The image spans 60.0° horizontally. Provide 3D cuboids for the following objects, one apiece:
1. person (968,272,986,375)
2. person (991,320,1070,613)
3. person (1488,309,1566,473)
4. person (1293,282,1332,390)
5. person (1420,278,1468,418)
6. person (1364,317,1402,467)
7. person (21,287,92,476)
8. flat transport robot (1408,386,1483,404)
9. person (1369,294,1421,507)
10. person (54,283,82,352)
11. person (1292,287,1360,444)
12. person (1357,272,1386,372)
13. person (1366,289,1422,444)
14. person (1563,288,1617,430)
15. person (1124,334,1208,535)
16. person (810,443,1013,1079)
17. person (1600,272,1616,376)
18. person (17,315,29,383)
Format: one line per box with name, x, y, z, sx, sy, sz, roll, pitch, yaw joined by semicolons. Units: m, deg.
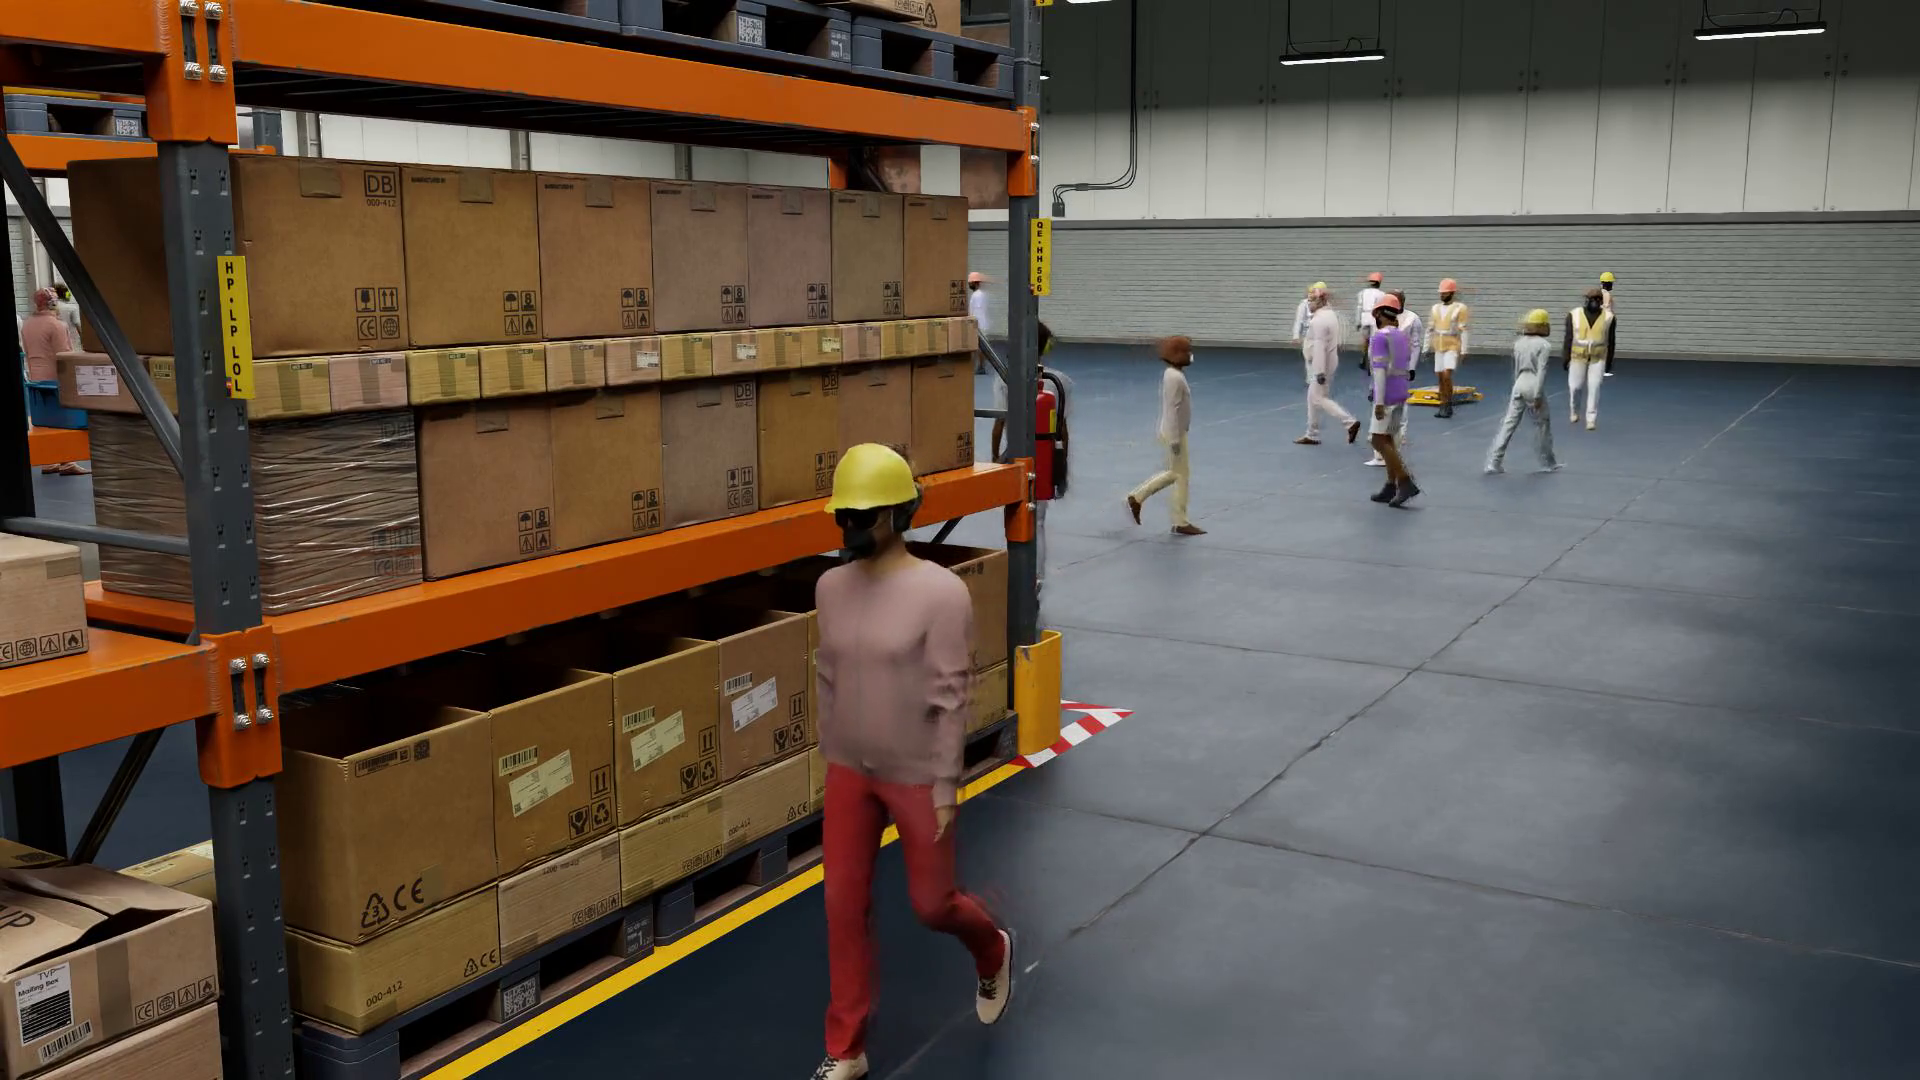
person;0.194;-4.051;31.197;0.649;1.919;0.570;-1;10;-7
person;0.441;-0.434;10.221;0.510;1.860;0.565;-2;10;-13
person;5.842;-1.524;17.095;0.937;1.687;0.494;-5;11;-28
person;5.921;-3.375;27.614;0.659;1.796;0.768;-3;10;-19
person;6.639;-2.626;22.873;0.605;1.915;0.603;-8;13;-40
person;4.533;-1.592;17.662;0.516;1.635;0.312;-8;13;-40
person;-9.202;-1.607;16.927;0.644;1.913;0.408;6;11;29
flat transport robot;7.338;-2.203;25.210;0.652;0.197;1.431;8;12;38
person;3.903;-1.252;14.927;0.694;1.887;0.613;8;13;41
person;-12.987;-2.829;24.331;0.516;1.829;0.939;3;10;15
person;4.318;-2.021;19.473;0.740;1.877;0.681;4;10;21
person;7.959;-4.201;32.070;0.579;1.921;0.427;9;13;43
person;5.136;-2.054;19.768;0.620;1.837;0.429;7;12;35
person;8.139;-2.349;21.521;0.640;1.825;0.546;3;10;19
person;1.662;-0.837;13.291;0.605;1.616;0.503;1;10;7
person;-0.155;0.597;4.483;0.524;1.744;0.723;6;11;32
person;11.998;-4.019;30.991;0.357;1.929;0.594;1;10;3
person;-10.649;-1.888;18.407;0.372;1.966;0.603;7;12;37
